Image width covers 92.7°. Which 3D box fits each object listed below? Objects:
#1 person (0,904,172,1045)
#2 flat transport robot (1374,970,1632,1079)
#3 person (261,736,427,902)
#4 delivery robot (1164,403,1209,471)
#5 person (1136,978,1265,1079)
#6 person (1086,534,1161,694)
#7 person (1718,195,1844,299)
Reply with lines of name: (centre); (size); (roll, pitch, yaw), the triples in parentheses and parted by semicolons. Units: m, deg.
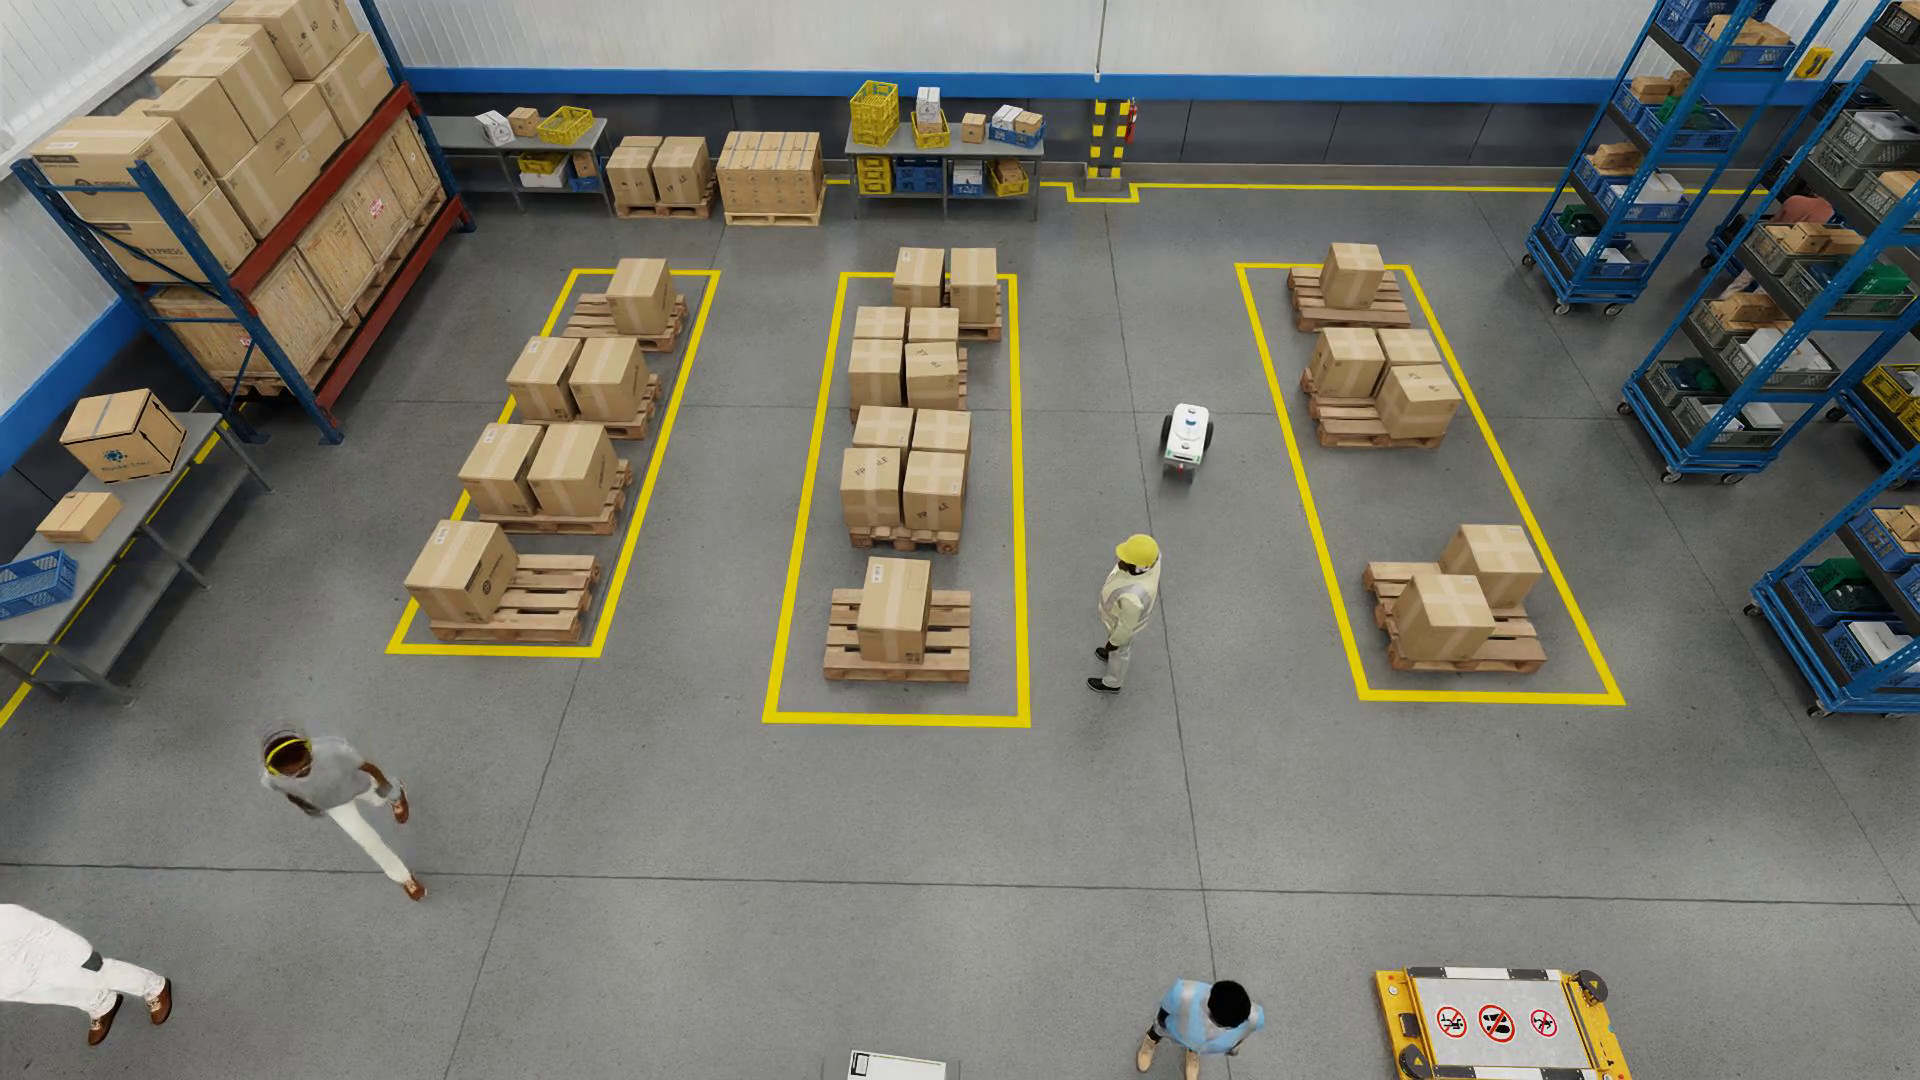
person: (-5.454, 2.536, 5.355); (0.652, 1.904, 0.402); (-14, 52, -11)
flat transport robot: (3.501, 3.133, 5.914); (1.431, 0.197, 0.652); (1, 51, 1)
person: (-4.095, 1.703, 6.101); (0.571, 1.818, 1.003); (-30, 57, -22)
delivery robot: (2.247, -1.030, 9.067); (0.477, 0.478, 0.707); (13, 52, 10)
person: (1.368, 2.806, 5.269); (0.529, 1.692, 0.321); (12, 52, 10)
person: (1.251, 0.559, 7.009); (0.403, 1.837, 0.590); (16, 53, 13)
person: (8.796, -3.016, 9.837); (0.411, 1.979, 0.625); (-22, 54, -17)
